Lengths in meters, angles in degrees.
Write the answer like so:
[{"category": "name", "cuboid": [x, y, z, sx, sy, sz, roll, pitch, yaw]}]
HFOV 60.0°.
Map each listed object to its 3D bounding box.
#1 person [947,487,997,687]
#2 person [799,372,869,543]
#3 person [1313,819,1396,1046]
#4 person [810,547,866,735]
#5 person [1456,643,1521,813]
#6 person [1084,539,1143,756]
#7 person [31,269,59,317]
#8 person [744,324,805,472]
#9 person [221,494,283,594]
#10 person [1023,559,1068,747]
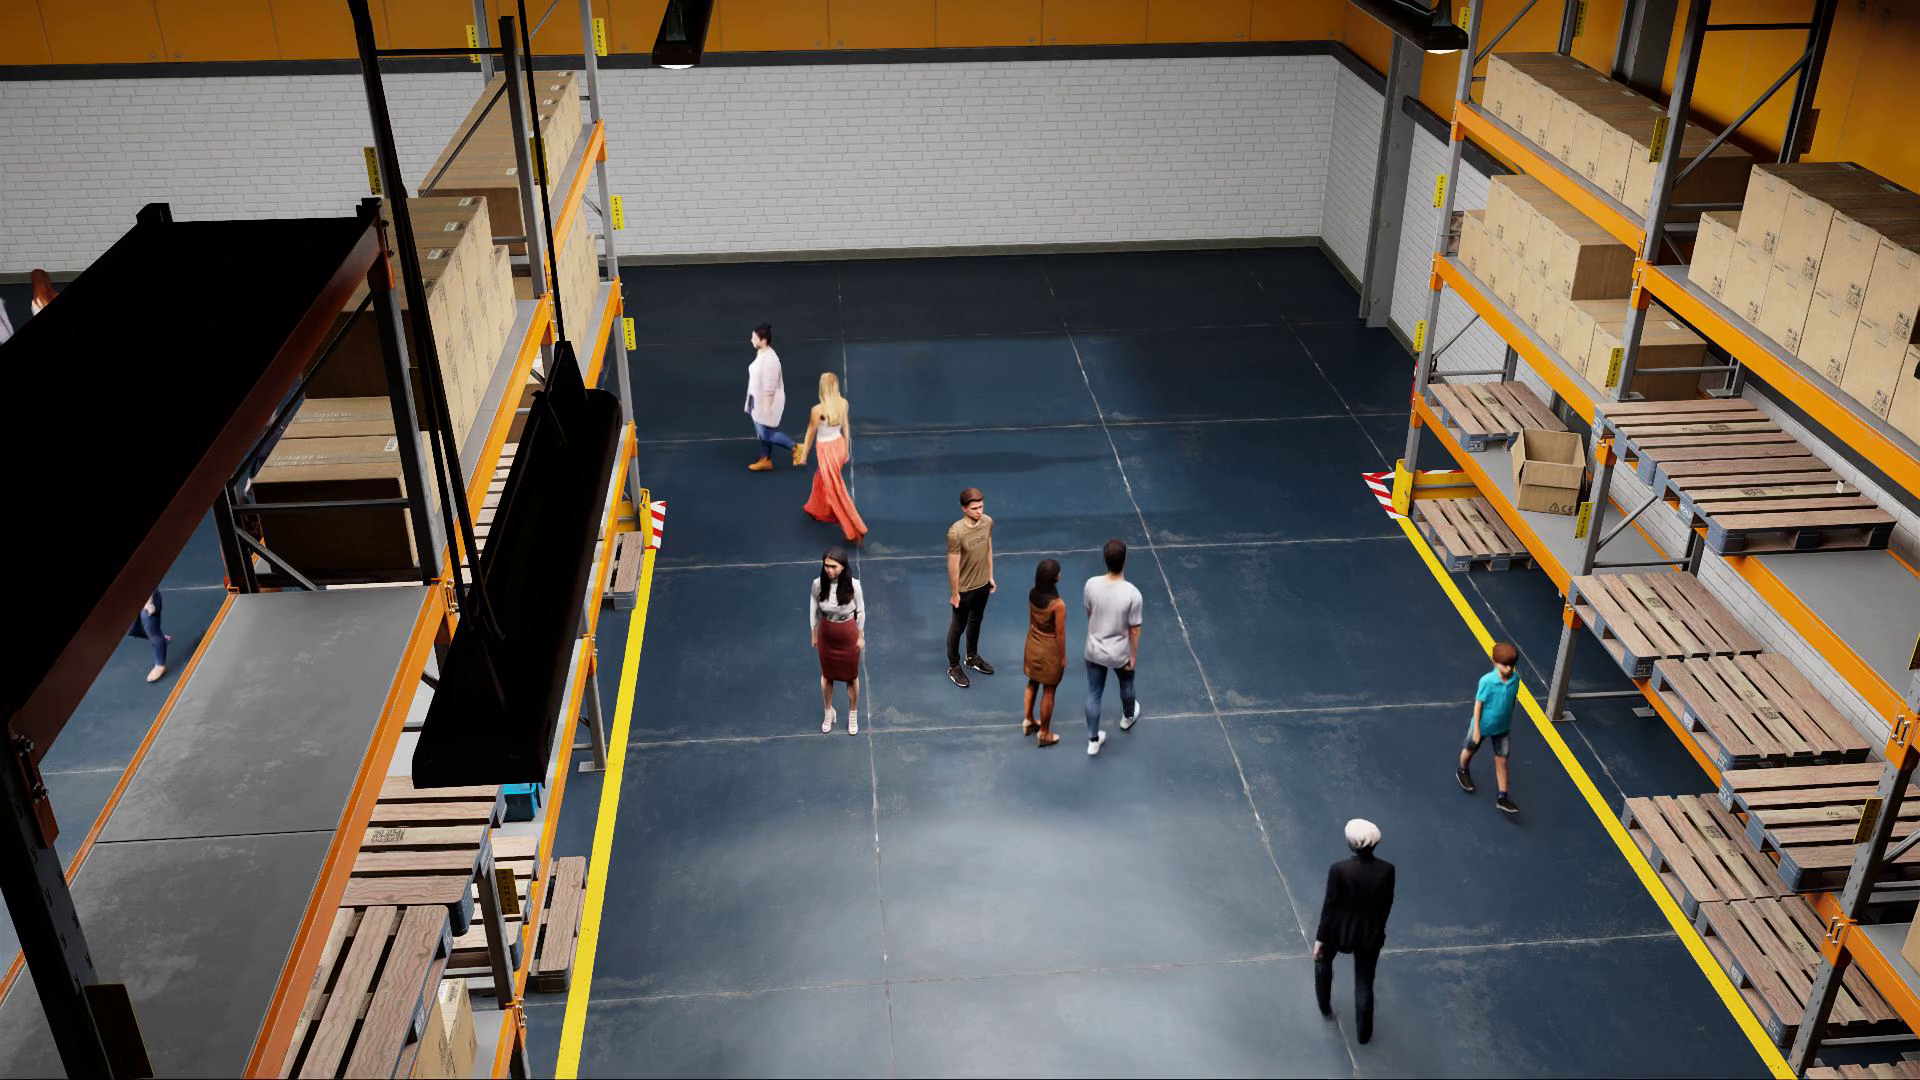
[{"category": "person", "cuboid": [0.090, 0.372, 14.491, 0.748, 1.851, 0.781, -25, 37, -37]}, {"category": "person", "cuboid": [-1.240, -0.780, 16.703, 1.281, 1.755, 1.184, 25, 37, 38]}, {"category": "person", "cuboid": [2.536, 2.618, 10.866, 0.934, 1.759, 0.796, 7, 29, 12]}, {"category": "person", "cuboid": [-1.002, 0.836, 13.746, 0.649, 1.749, 0.590, 4, 29, 7]}, {"category": "person", "cuboid": [4.141, 1.391, 13.077, 0.583, 1.415, 0.925, -5, 29, -10]}, {"category": "person", "cuboid": [1.172, 0.917, 13.486, 0.926, 1.856, 1.091, 11, 30, 19]}, {"category": "person", "cuboid": [-10.692, -2.379, 19.662, 0.706, 1.729, 0.562, 8, 30, 15]}, {"category": "person", "cuboid": [-2.021, -1.528, 18.102, 0.836, 1.728, 0.874, -8, 30, -14]}, {"category": "person", "cuboid": [-6.188, 0.368, 14.635, 0.757, 1.720, 0.724, -13, 31, -23]}, {"category": "person", "cuboid": [0.700, 0.915, 13.670, 0.701, 1.683, 0.603, -20, 34, -32]}]
